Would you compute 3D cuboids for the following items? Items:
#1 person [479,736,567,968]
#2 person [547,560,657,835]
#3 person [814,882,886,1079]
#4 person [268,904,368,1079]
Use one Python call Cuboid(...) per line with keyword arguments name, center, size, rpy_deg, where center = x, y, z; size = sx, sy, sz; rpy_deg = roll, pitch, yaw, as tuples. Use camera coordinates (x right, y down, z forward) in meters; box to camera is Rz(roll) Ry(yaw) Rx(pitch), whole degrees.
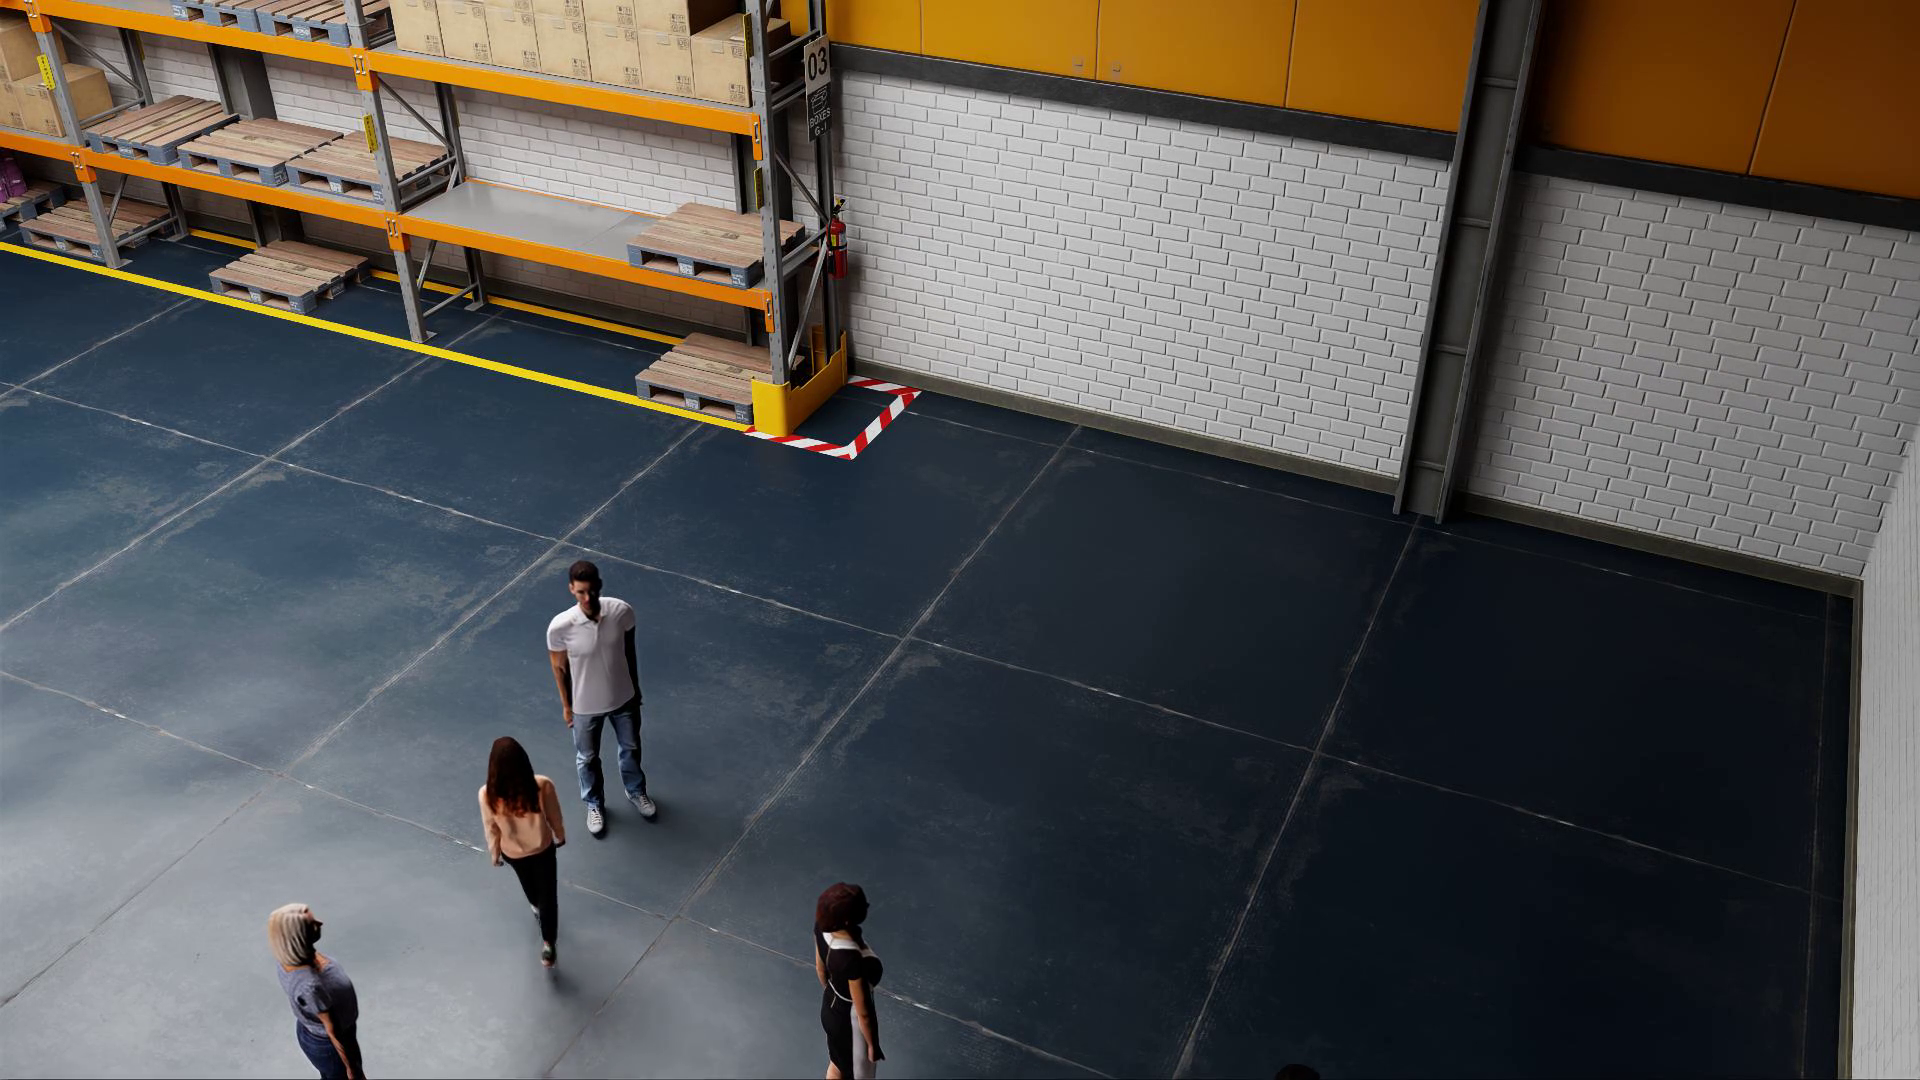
Cuboid(name="person", center=(-2.365, 1.708, 9.117), size=(0.970, 1.457, 0.965), rpy_deg=(-6, 34, -9))
Cuboid(name="person", center=(-2.141, 0.914, 9.944), size=(0.755, 1.866, 0.789), rpy_deg=(-15, 36, -21))
Cuboid(name="person", center=(-0.523, 2.309, 7.907), size=(0.707, 1.796, 0.593), rpy_deg=(-20, 38, -27))
Cuboid(name="person", center=(-3.003, 2.363, 7.893), size=(0.725, 1.722, 0.593), rpy_deg=(-24, 41, -32))
